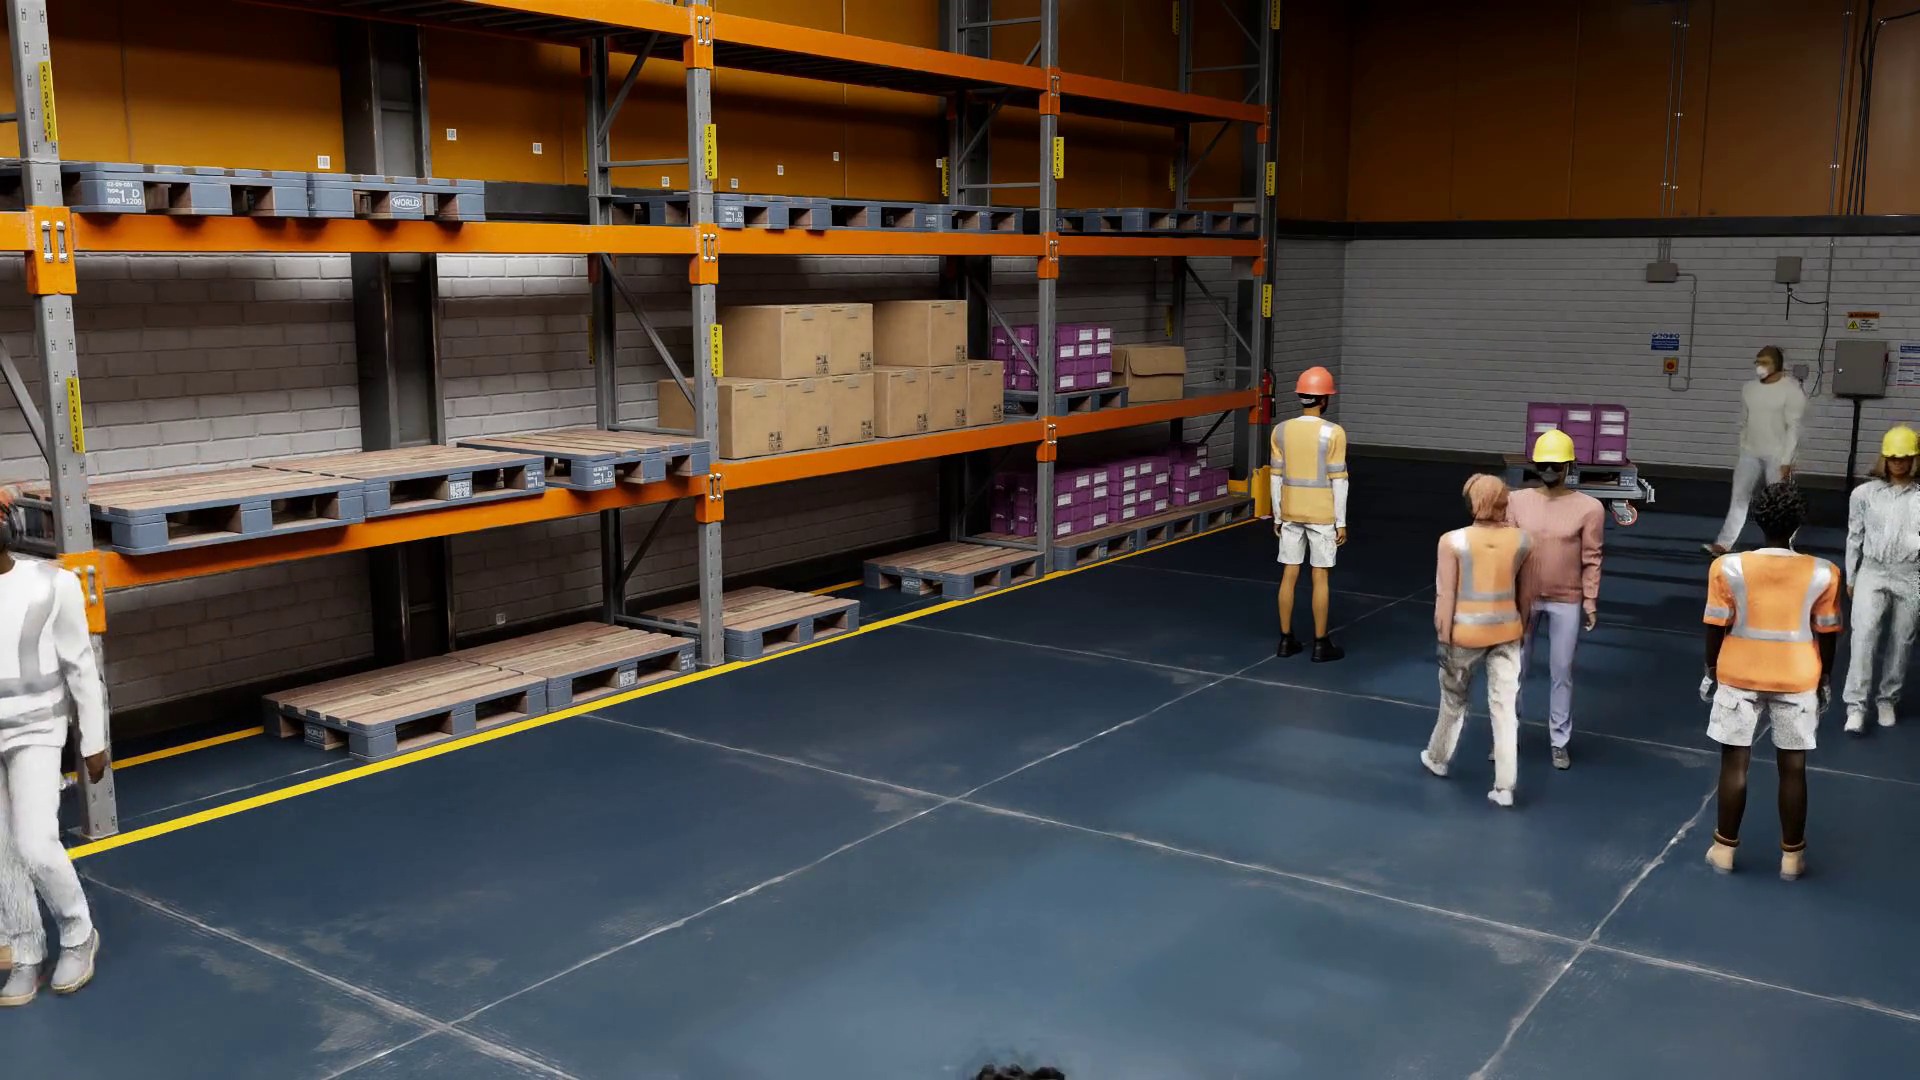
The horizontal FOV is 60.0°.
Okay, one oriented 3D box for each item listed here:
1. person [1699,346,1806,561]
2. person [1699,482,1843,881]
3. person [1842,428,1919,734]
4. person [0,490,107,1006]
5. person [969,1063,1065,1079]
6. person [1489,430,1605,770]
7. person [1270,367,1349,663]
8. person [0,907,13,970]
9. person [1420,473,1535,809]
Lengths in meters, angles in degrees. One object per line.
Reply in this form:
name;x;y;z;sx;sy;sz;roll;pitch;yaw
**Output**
person;6.858;-0.707;14.288;0.985;1.888;0.655;-5;11;-26
person;3.434;0.601;7.079;0.540;1.695;0.317;3;10;19
person;5.146;0.246;9.175;0.492;1.710;0.842;5;11;27
person;-3.353;0.721;5.851;0.606;1.868;0.404;0;10;-1
person;0.059;1.435;2.224;0.522;1.670;0.837;1;10;7
person;3.034;0.309;8.612;0.524;1.769;0.325;5;11;26
person;2.302;-0.166;10.932;0.543;1.939;0.360;8;12;39
person;-3.745;0.695;6.093;0.630;1.842;0.429;-4;10;-24
person;2.556;0.469;8.172;0.528;1.591;0.795;-1;10;-5
